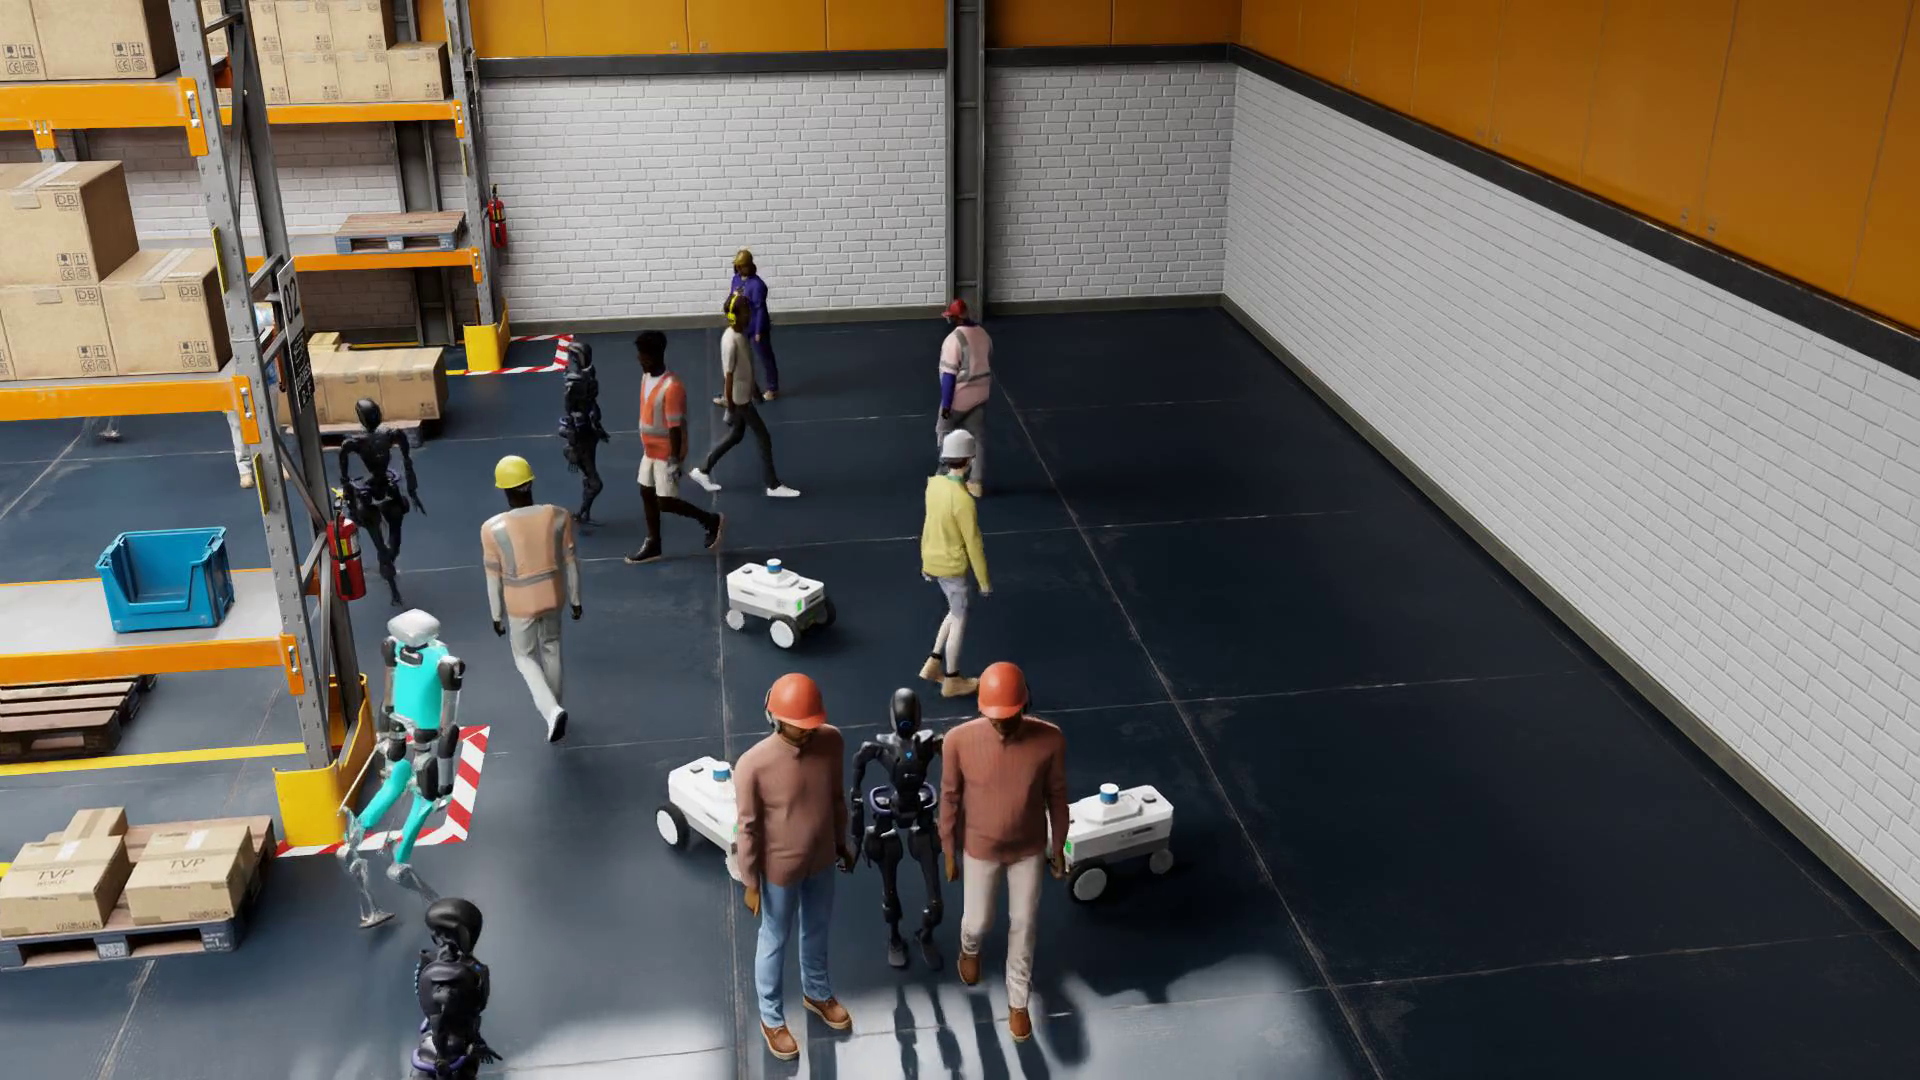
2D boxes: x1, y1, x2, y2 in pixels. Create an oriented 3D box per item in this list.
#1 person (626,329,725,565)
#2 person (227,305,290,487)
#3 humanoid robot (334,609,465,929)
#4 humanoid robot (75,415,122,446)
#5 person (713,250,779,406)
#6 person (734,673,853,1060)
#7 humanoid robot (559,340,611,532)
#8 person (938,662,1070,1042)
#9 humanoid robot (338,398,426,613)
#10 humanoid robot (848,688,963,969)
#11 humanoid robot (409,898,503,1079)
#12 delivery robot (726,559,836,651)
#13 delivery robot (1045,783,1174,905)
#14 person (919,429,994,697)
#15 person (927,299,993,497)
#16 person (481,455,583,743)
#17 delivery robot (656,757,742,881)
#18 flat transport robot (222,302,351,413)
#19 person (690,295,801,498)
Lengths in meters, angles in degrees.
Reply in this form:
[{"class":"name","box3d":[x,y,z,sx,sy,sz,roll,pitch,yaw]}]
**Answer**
[{"class":"person","box3d":[-2.279,-0.723,12.960,0.701,1.935,0.621,-15,28,-30]},{"class":"person","box3d":[-6.232,-1.375,14.580,0.646,1.837,0.430,-15,28,-31]},{"class":"humanoid robot","box3d":[-3.013,1.297,8.646,0.531,1.767,0.939,19,30,36]},{"class":"humanoid robot","box3d":[-8.081,-1.693,15.455,0.768,1.800,0.535,9,25,19]},{"class":"person","box3d":[-2.130,-2.089,16.513,0.477,1.579,0.834,16,28,33]},{"class":"person","box3d":[-0.757,1.508,7.820,0.620,1.989,0.400,-20,30,-38]},{"class":"humanoid robot","box3d":[-3.069,-0.854,13.595,0.343,1.645,0.611,5,24,10]},{"class":"person","box3d":[0.210,1.442,7.996,0.630,1.981,0.557,-2,24,-6]},{"class":"humanoid robot","box3d":[-4.351,-0.322,12.462,0.596,1.633,0.755,-20,30,-37]},{"class":"humanoid robot","box3d":[-0.275,1.446,8.352,0.616,1.638,0.376,-5,24,-11]},{"class":"humanoid robot","box3d":[-2.088,2.167,6.718,0.466,1.646,0.611,-2,24,-5]},{"class":"delivery robot","box3d":[-1.334,0.426,12.061,0.777,0.587,0.499,14,27,29]},{"class":"delivery robot","box3d":[0.806,1.652,9.294,0.806,0.609,0.499,-10,26,-22]},{"class":"person","box3d":[-0.034,0.179,10.983,0.461,1.876,0.491,-12,26,-25]},{"class":"person","box3d":[-0.020,-1.235,14.412,0.687,1.713,0.627,22,32,40]},{"class":"person","box3d":[-2.663,0.385,10.488,0.593,1.898,0.653,-15,28,-31]},{"class":"delivery robot","box3d":[-1.370,1.545,9.536,0.499,0.608,0.786,-21,31,-39]},{"class":"flat transport robot","box3d":[-6.624,-1.485,16.779,1.431,0.231,0.659,-3,24,-8]},{"class":"person","box3d":[-1.902,-1.236,14.274,0.941,1.825,0.519,0,24,0]}]
